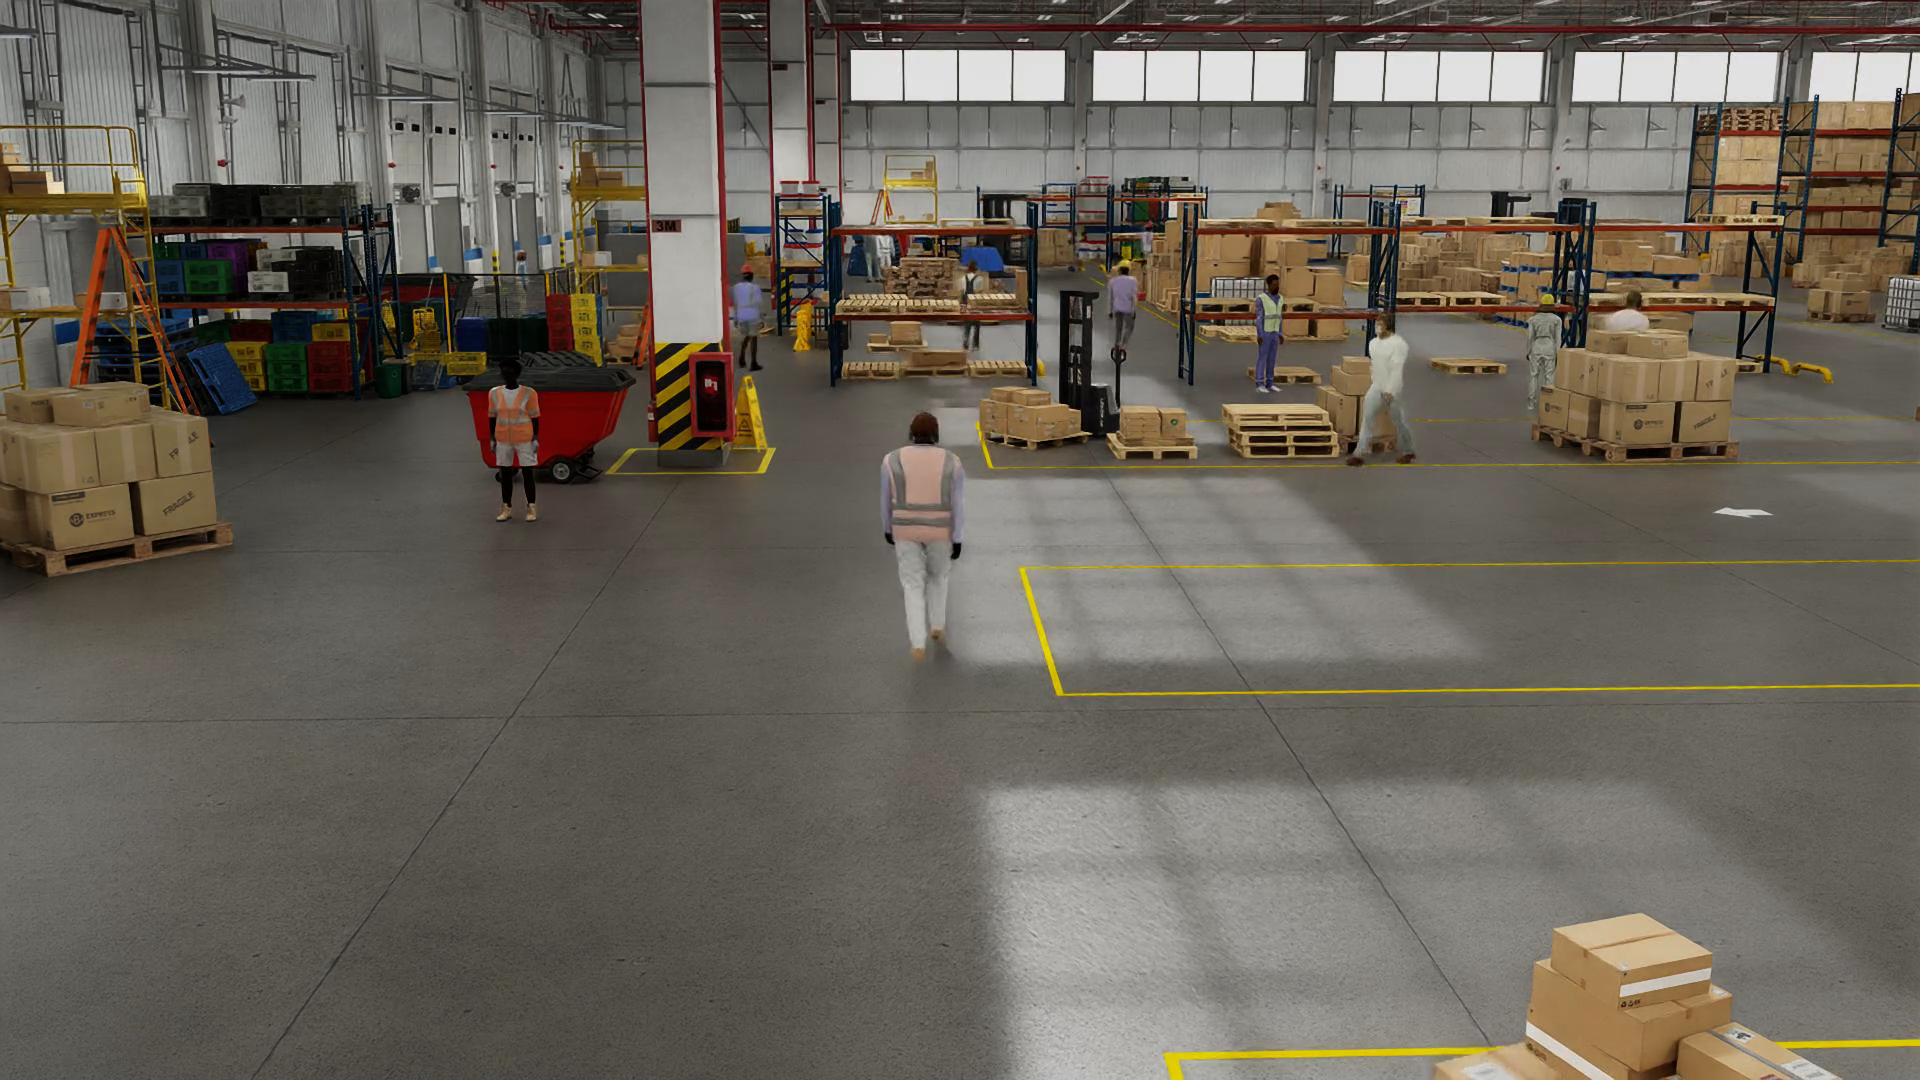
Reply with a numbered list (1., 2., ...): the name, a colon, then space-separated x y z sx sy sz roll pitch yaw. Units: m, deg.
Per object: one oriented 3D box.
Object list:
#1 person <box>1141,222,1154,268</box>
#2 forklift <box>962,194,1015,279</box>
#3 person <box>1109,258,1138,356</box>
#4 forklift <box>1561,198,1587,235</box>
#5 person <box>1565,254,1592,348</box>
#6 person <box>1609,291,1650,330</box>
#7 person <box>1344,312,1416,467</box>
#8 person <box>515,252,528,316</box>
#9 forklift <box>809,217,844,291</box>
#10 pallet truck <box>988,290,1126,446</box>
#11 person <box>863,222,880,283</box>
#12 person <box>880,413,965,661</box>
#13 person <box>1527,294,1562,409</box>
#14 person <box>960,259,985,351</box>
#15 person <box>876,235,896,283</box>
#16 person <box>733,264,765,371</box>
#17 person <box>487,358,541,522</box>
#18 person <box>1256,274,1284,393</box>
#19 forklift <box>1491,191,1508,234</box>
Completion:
1. person: 6.358 -9.833 56.399 1.015 1.893 0.541 -5 13 -20
2. forklift: 1.071 -10.094 55.295 1.873 2.768 1.129 -7 14 -30
3. person: 3.164 -4.484 32.176 0.594 1.906 0.416 6 14 25
4. forklift: 17.204 -8.212 46.797 1.873 2.768 1.129 0 12 -2
5. person: 12.283 -4.726 33.155 0.607 1.958 0.397 -6 14 -25
6. person: 9.486 -2.536 23.387 0.849 1.912 0.636 -5 13 -20
7. person: 5.197 -1.824 20.229 1.039 1.891 0.650 -8 15 -32
8. person: -10.731 -6.242 40.754 0.313 1.633 0.522 -6 14 -24
9. forklift: -4.375 -8.619 48.637 1.873 2.768 1.129 0 12 -2
10. pallet truck: 1.257 -2.299 22.111 1.885 1.965 0.823 -9 15 -35
11. person: -2.841 -9.283 53.775 0.636 1.938 0.355 -6 14 -24
12. person: -0.285 -0.058 12.450 0.622 1.798 0.902 -1 13 -4
13. person: 8.815 -2.840 25.132 0.490 1.743 0.324 5 13 22
14. person: 0.261 -4.690 33.291 0.537 1.827 0.446 5 14 22
15. person: -2.391 -9.152 53.399 0.643 1.856 0.793 -4 13 -17
16. person: -3.791 -4.007 30.005 0.646 1.914 0.476 5 14 22
17. person: -4.557 -1.018 17.010 0.542 1.695 0.316 0 12 2
18. person: 5.036 -3.359 27.077 0.590 1.919 0.391 -10 16 -38
19. forklift: 20.318 -11.776 62.890 1.873 2.768 1.129 0 12 -2
